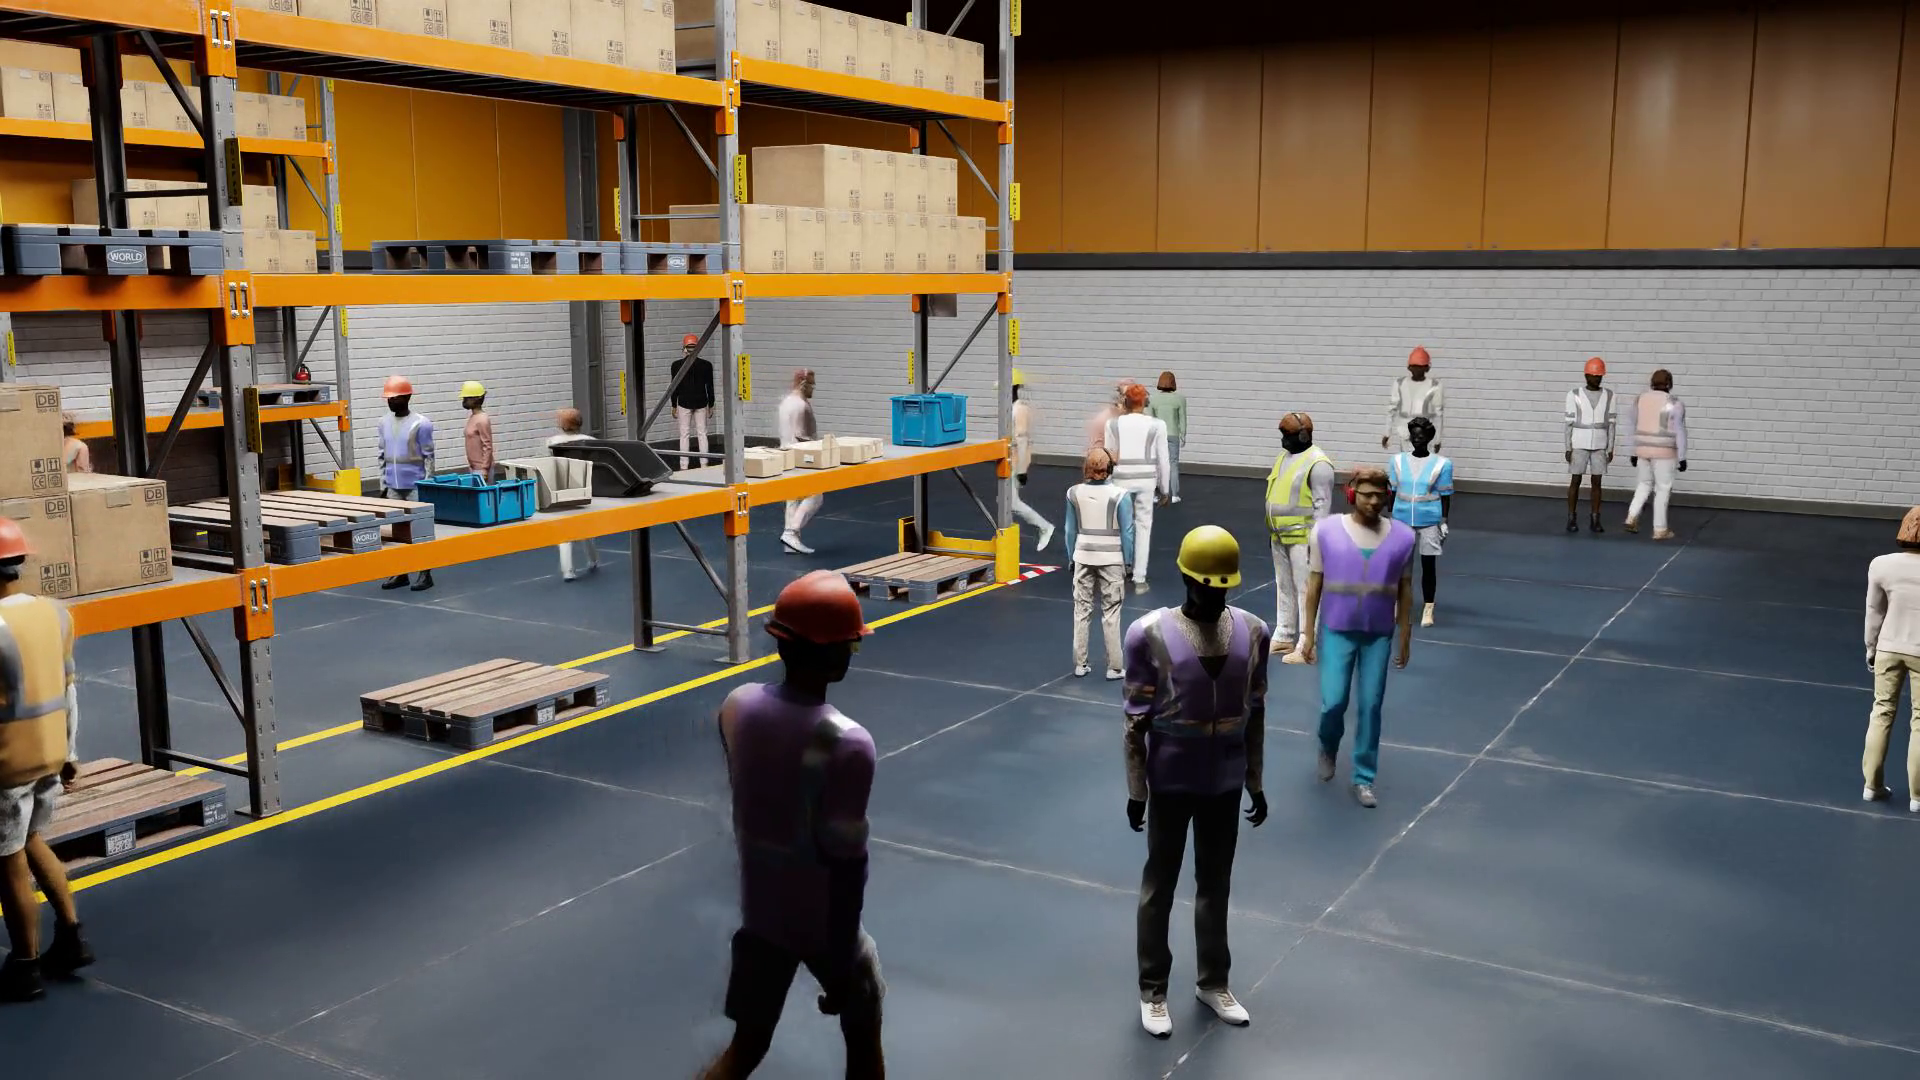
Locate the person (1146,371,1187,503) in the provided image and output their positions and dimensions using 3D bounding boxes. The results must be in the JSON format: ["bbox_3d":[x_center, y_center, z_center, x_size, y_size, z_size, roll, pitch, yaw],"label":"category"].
[{"bbox_3d":[2.553,-1.275,20.643,0.509,1.632,0.268,1,9,7],"label":"person"}]

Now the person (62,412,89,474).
[{"bbox_3d":[-8.025,-0.337,14.851,0.543,1.596,0.836,3,10,17],"label":"person"}]

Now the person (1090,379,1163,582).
[{"bbox_3d":[1.537,-0.530,15.214,0.651,1.886,0.516,-6,11,-31],"label":"person"}]

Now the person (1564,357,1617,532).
[{"bbox_3d":[6.914,-1.040,18.269,0.543,1.930,0.383,1,9,9],"label":"person"}]

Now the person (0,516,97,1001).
[{"bbox_3d":[-3.685,0.854,6.437,0.409,1.930,0.566,1,9,6],"label":"person"}]

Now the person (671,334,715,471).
[{"bbox_3d":[-3.772,-1.904,23.477,0.615,1.989,0.402,-3,10,-19],"label":"person"}]

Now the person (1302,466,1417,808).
[{"bbox_3d":[2.138,0.499,8.953,0.594,1.831,0.473,0,9,2],"label":"person"}]

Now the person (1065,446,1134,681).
[{"bbox_3d":[0.973,0.167,11.623,0.514,1.642,0.310,5,10,29],"label":"person"}]

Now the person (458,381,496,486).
[{"bbox_3d":[-4.856,-0.718,16.760,0.330,1.767,0.528,-5,10,-30],"label":"person"}]

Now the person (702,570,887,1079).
[{"bbox_3d":[-0.514,1.082,4.815,0.621,2.008,1.004,7,12,38],"label":"person"}]

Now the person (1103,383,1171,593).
[{"bbox_3d":[1.601,-0.484,14.966,0.597,1.868,0.672,3,9,16],"label":"person"}]

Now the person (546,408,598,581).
[{"bbox_3d":[-3.612,-0.441,15.574,0.525,1.577,0.887,-1,9,-4],"label":"person"}]

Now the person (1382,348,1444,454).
[{"bbox_3d":[5.307,-1.241,19.351,0.624,1.998,1.059,7,11,37],"label":"person"}]

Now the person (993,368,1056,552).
[{"bbox_3d":[0.580,-0.784,16.725,0.652,1.909,0.594,-2,9,-11],"label":"person"}]

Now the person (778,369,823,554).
[{"bbox_3d":[-1.617,-0.776,16.777,0.408,1.878,0.676,-3,10,-20],"label":"person"}]

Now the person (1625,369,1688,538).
[{"bbox_3d":[7.468,-0.913,17.813,0.433,1.831,0.652,-6,11,-33],"label":"person"}]

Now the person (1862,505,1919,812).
[{"bbox_3d":[5.053,0.623,8.830,0.277,1.629,0.496,-7,11,-37],"label":"person"}]

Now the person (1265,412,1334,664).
[{"bbox_3d":[2.449,-0.018,12.176,0.429,1.838,0.621,-4,10,-22],"label":"person"}]

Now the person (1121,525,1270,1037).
[{"bbox_3d":[0.894,0.890,6.239,0.585,1.922,0.372,-3,10,-17],"label":"person"}]

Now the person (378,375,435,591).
[{"bbox_3d":[-4.973,-0.505,14.891,0.549,1.936,0.376,3,10,18],"label":"person"}]

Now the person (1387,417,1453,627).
[{"bbox_3d":[3.684,-0.147,13.404,0.531,1.697,0.322,5,10,29],"label":"person"}]
